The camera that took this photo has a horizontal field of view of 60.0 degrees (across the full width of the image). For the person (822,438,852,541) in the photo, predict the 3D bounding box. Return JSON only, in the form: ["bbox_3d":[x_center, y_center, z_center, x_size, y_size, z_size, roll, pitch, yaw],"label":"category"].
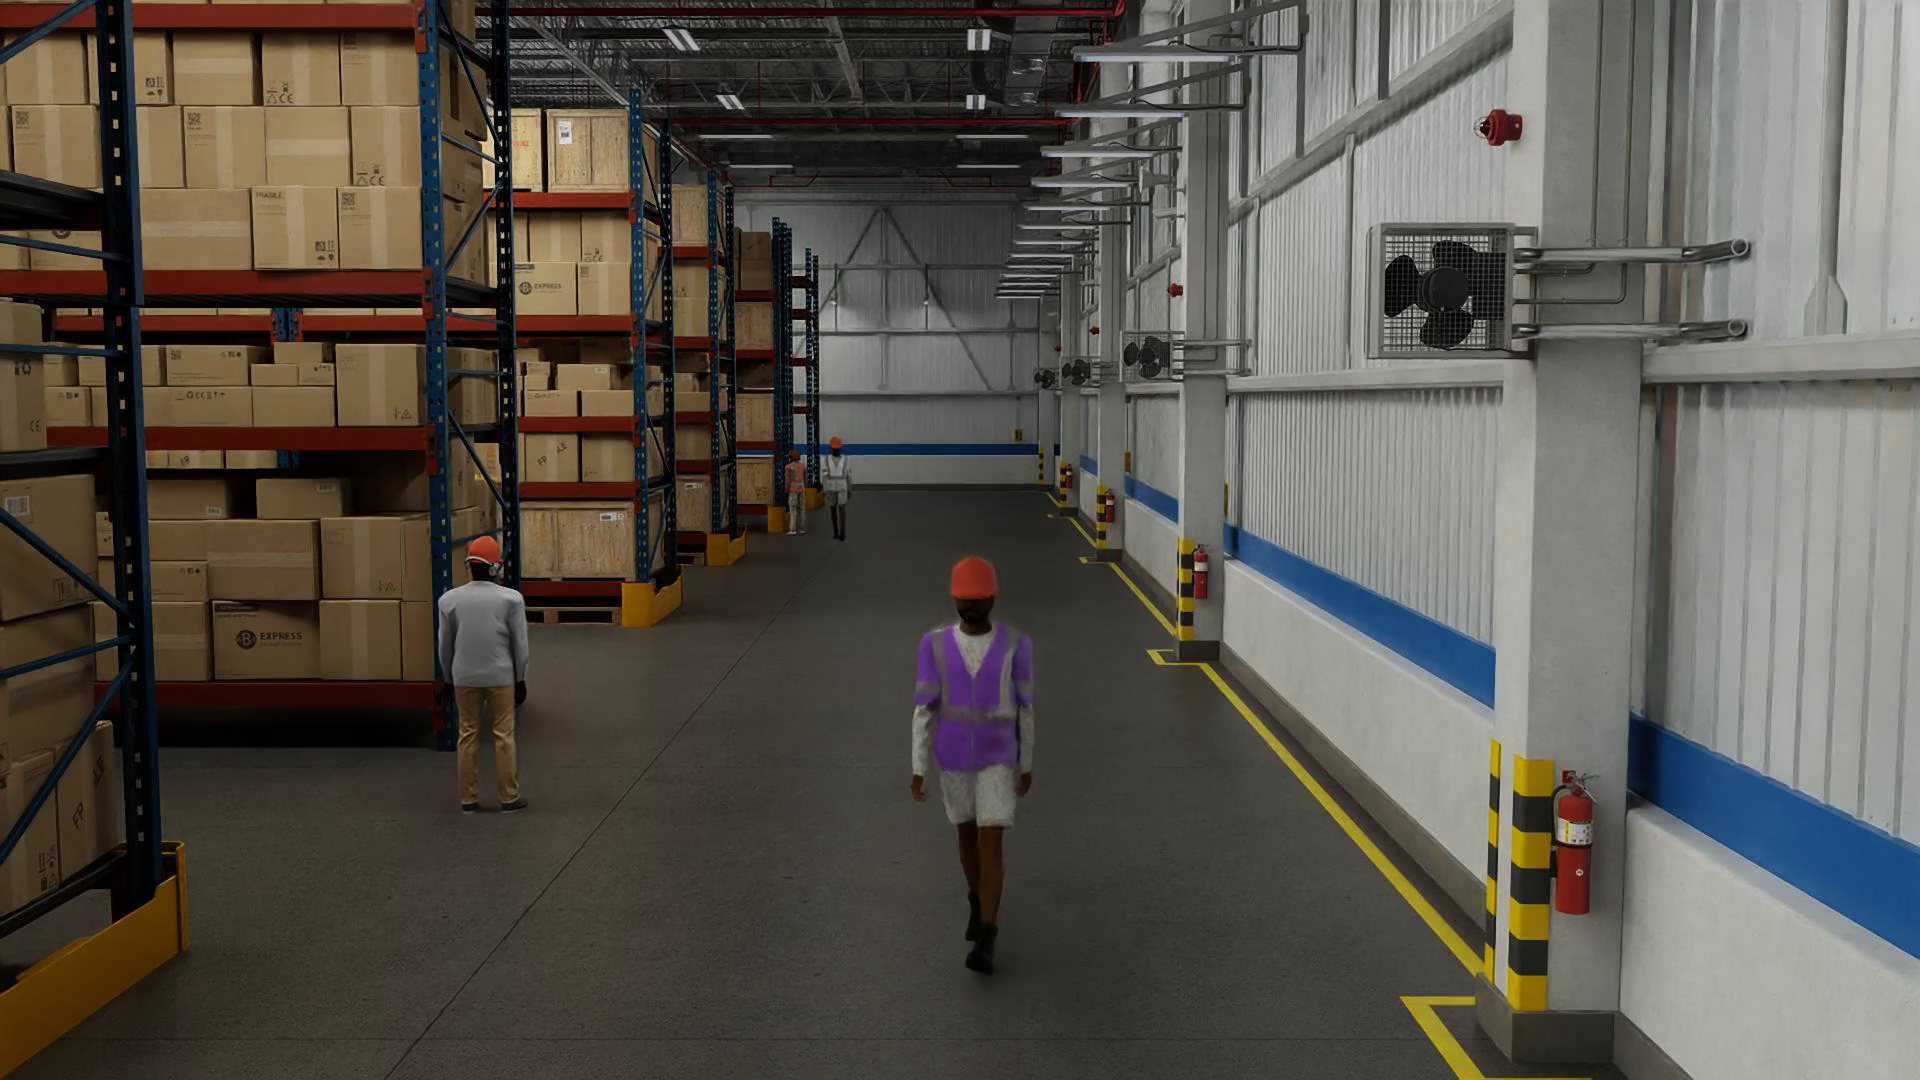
[{"bbox_3d":[-2.253,-0.925,30.473,0.538,1.879,0.975,0,5,-2],"label":"person"}]

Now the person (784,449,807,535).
[{"bbox_3d":[-3.113,-0.901,31.573,0.510,1.639,0.308,-5,7,-44],"label":"person"}]

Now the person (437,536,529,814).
[{"bbox_3d":[-2.994,0.850,10.493,0.564,1.752,0.340,0,5,1],"label":"person"}]

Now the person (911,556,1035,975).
[{"bbox_3d":[0.057,1.022,7.724,0.563,1.879,1.008,1,5,7],"label":"person"}]
